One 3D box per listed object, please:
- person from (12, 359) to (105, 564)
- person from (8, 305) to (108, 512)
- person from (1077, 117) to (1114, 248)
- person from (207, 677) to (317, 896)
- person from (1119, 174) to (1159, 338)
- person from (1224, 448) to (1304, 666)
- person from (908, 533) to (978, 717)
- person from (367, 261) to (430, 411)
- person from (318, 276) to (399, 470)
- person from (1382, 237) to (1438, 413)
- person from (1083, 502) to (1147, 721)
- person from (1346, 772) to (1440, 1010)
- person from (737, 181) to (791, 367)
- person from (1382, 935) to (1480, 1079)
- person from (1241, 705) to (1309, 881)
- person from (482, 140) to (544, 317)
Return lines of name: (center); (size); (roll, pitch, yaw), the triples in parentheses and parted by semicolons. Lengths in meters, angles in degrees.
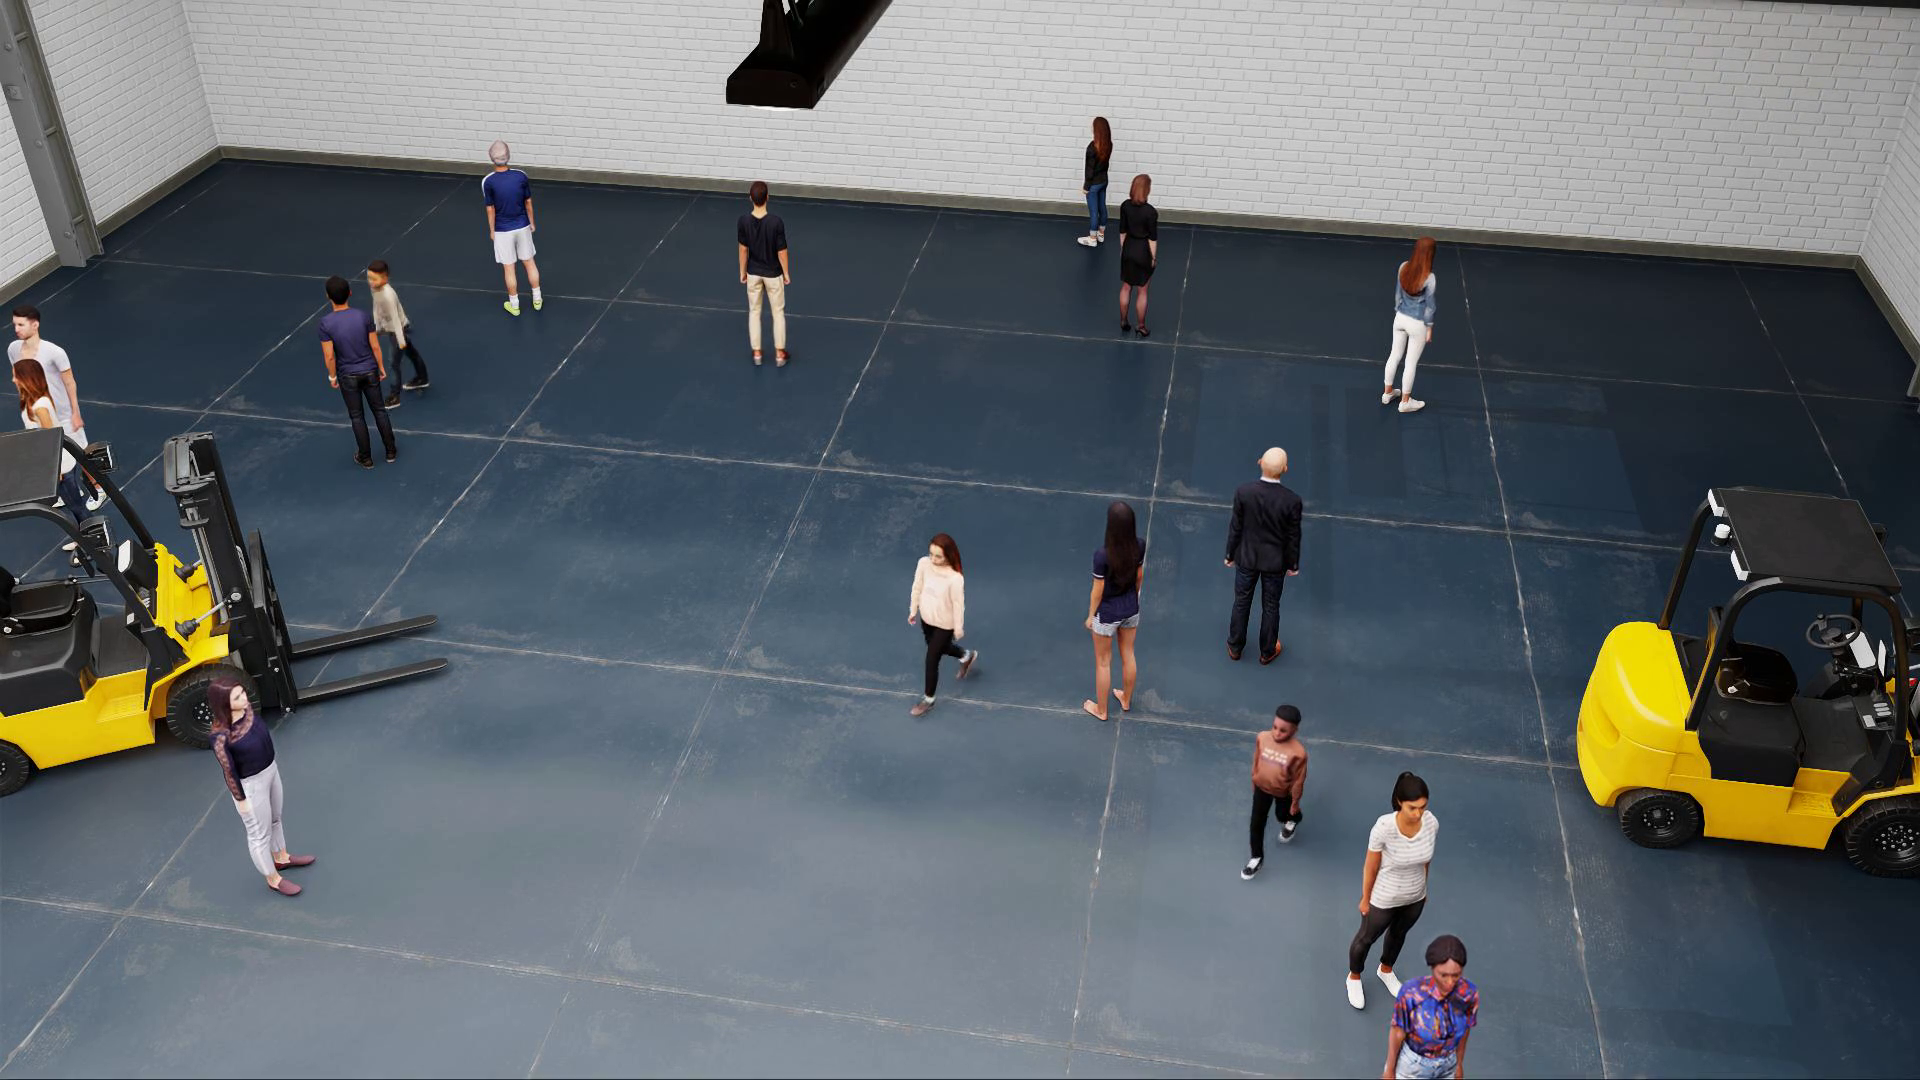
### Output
person: (-7.212, -0.642, 13.303); (0.718, 1.785, 0.664); (-23, 40, -30)
person: (-7.595, -1.114, 13.948); (0.667, 1.856, 0.552); (6, 34, 9)
person: (1.544, -4.039, 18.686); (0.699, 1.484, 0.593); (23, 40, 31)
person: (-4.326, 1.495, 10.248); (0.696, 1.608, 0.530); (0, 34, 0)
person: (1.777, -2.852, 16.699); (0.662, 1.706, 0.669); (26, 41, 33)
person: (2.203, 0.120, 12.143); (0.720, 1.799, 0.610); (10, 35, 14)
person: (-0.109, 0.542, 11.816); (1.015, 1.459, 0.887); (-28, 42, -35)
person: (-5.248, -1.978, 15.634); (0.939, 1.429, 0.873); (-16, 37, -22)
person: (-5.266, -1.464, 14.532); (0.709, 1.793, 0.753); (-19, 38, -26)
person: (4.180, -2.005, 15.428); (0.738, 1.703, 0.676); (-21, 39, -28)
person: (1.086, 0.501, 11.599); (0.652, 1.767, 0.692); (-16, 37, -23)
person: (2.470, 1.988, 9.472); (0.650, 1.646, 0.659); (-9, 35, -13)
person: (-1.897, -2.582, 16.161); (0.650, 1.851, 0.566); (3, 34, 5)
person: (2.336, 2.643, 8.398); (0.648, 1.743, 0.612); (-4, 34, -6)
person: (2.034, 1.535, 10.523); (0.764, 1.237, 0.951); (22, 40, 30)
person: (-4.617, -3.221, 17.134); (0.719, 1.839, 0.769); (-19, 38, -27)
